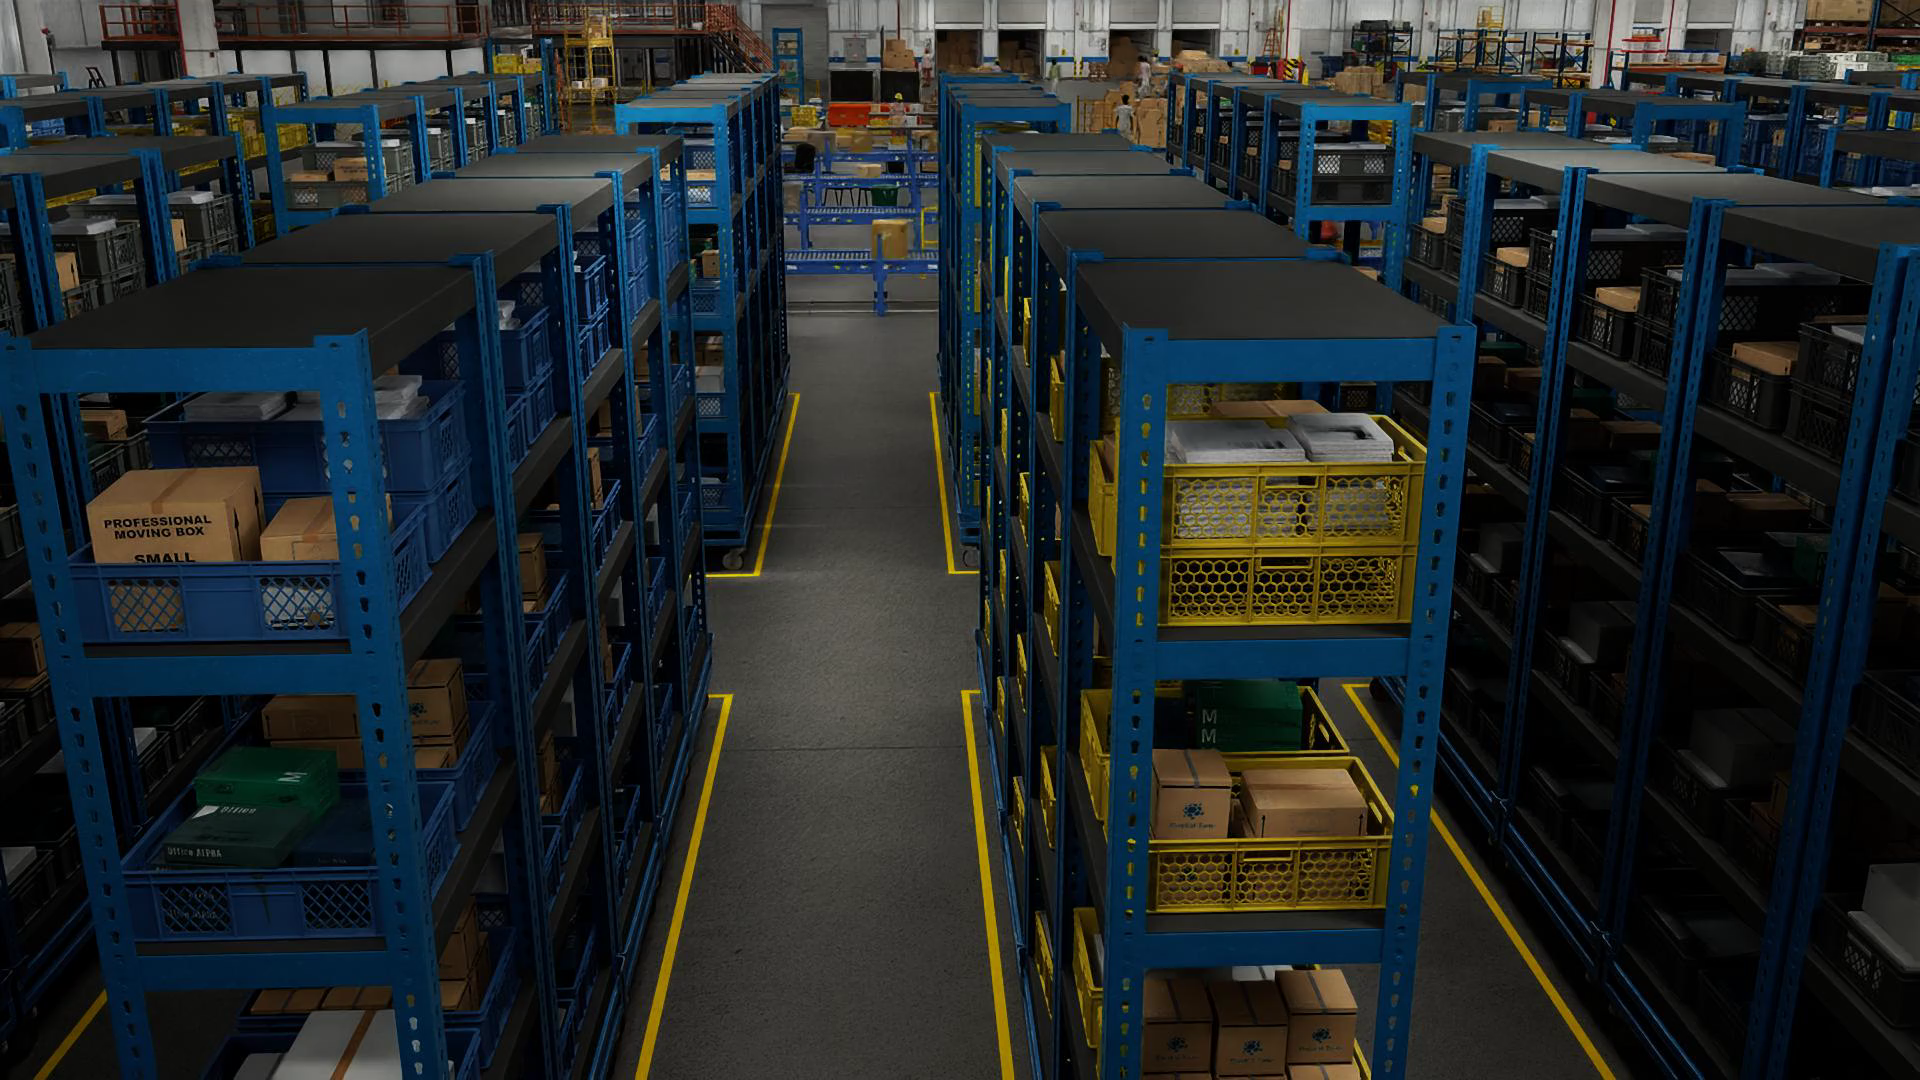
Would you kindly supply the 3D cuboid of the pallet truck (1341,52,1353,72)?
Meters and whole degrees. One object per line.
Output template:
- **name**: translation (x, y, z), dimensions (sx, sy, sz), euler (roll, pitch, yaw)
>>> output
- **pallet truck**: translation (18.794, -23.123, 82.231), dimensions (0.823, 1.965, 1.885), euler (-13, 22, -35)

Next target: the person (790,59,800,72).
- **person**: translation (-8.945, -25.892, 91.011), dimensions (1.015, 1.885, 0.547), euler (-12, 22, -34)

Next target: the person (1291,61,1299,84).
- **person**: translation (14.708, -20.075, 72.998), dimensions (0.326, 1.876, 0.518), euler (17, 24, 42)

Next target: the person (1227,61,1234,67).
- **person**: translation (12.269, -20.754, 75.211), dimensions (0.853, 1.808, 0.617), euler (-7, 19, -20)

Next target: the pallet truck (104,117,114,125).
- **pallet truck**: translation (-18.367, -7.885, 35.078), dimensions (1.885, 1.965, 0.823), euler (1, 18, 2)

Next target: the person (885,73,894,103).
- **person**: translation (-2.582, -15.896, 60.082), dimensions (0.404, 1.871, 0.584), euler (1, 18, 4)

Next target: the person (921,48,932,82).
- **person**: translation (-1.813, -25.546, 89.766), dimensions (0.663, 1.969, 0.649), euler (-7, 19, -20)

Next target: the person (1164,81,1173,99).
- **person**: translation (7.654, -15.611, 58.917), dimensions (0.702, 2.000, 0.957), euler (-10, 20, -28)

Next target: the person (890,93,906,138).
- **person**: translation (-1.833, -12.341, 49.257), dimensions (0.532, 1.758, 0.346), euler (-8, 20, -23)

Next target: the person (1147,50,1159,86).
- **person**: translation (10.347, -25.159, 88.701), dimensions (0.586, 1.901, 0.879), euler (-14, 23, -37)

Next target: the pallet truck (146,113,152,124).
- **pallet truck**: translation (-18.087, -8.309, 36.390), dimensions (1.885, 1.965, 0.823), euler (-1, 18, -4)

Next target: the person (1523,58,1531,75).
- **person**: translation (27.715, -22.768, 81.585), dimensions (0.872, 1.700, 0.508), euler (-8, 19, -23)

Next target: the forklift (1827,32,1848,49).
- **forklift**: translation (46.023, -25.321, 87.619), dimensions (1.129, 2.768, 1.873), euler (-1, 18, -2)

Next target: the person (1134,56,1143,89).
- **person**: translation (9.248, -24.026, 85.513), dimensions (0.395, 1.684, 0.554), euler (-8, 20, -25)

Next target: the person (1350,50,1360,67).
- **person**: translation (20.187, -24.036, 85.112), dimensions (0.645, 1.967, 0.564), euler (-2, 18, -5)

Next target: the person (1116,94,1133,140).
- **person**: translation (4.601, -11.494, 46.483), dimensions (0.527, 1.856, 0.331), euler (8, 20, 24)

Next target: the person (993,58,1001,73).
- **person**: translation (1.715, -20.717, 74.931), dimensions (0.813, 1.895, 0.606), euler (-16, 24, -41)

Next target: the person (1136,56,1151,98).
- **person**: translation (8.580, -21.617, 77.723), dimensions (0.851, 1.910, 0.638), euler (-12, 21, -32)

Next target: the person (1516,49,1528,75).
- **person**: translation (30.348, -25.528, 89.852), dimensions (0.573, 1.887, 0.355), euler (1, 18, 2)

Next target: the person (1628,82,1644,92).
- **person**: translation (24.227, -15.769, 59.582), dimensions (0.580, 1.937, 0.841), euler (-13, 22, -35)

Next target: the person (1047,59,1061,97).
- **person**: translation (4.387, -21.708, 78.186), dimensions (0.982, 1.786, 0.661), euler (-17, 24, -41)

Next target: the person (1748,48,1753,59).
- **person**: translation (44.507, -26.821, 93.883), dimensions (0.537, 1.893, 0.936), euler (12, 22, 33)

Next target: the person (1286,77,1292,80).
- **person**: translation (10.842, -14.367, 55.241), dimensions (0.545, 1.933, 0.376), euler (-12, 21, -32)

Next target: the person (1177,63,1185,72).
- **person**: translation (8.746, -17.743, 65.562), dimensions (0.926, 2.005, 0.622), euler (0, 18, 2)

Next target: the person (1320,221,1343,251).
- **person**: translation (4.143, -2.679, 19.064), dimensions (0.652, 1.948, 0.793), euler (11, 21, 30)
